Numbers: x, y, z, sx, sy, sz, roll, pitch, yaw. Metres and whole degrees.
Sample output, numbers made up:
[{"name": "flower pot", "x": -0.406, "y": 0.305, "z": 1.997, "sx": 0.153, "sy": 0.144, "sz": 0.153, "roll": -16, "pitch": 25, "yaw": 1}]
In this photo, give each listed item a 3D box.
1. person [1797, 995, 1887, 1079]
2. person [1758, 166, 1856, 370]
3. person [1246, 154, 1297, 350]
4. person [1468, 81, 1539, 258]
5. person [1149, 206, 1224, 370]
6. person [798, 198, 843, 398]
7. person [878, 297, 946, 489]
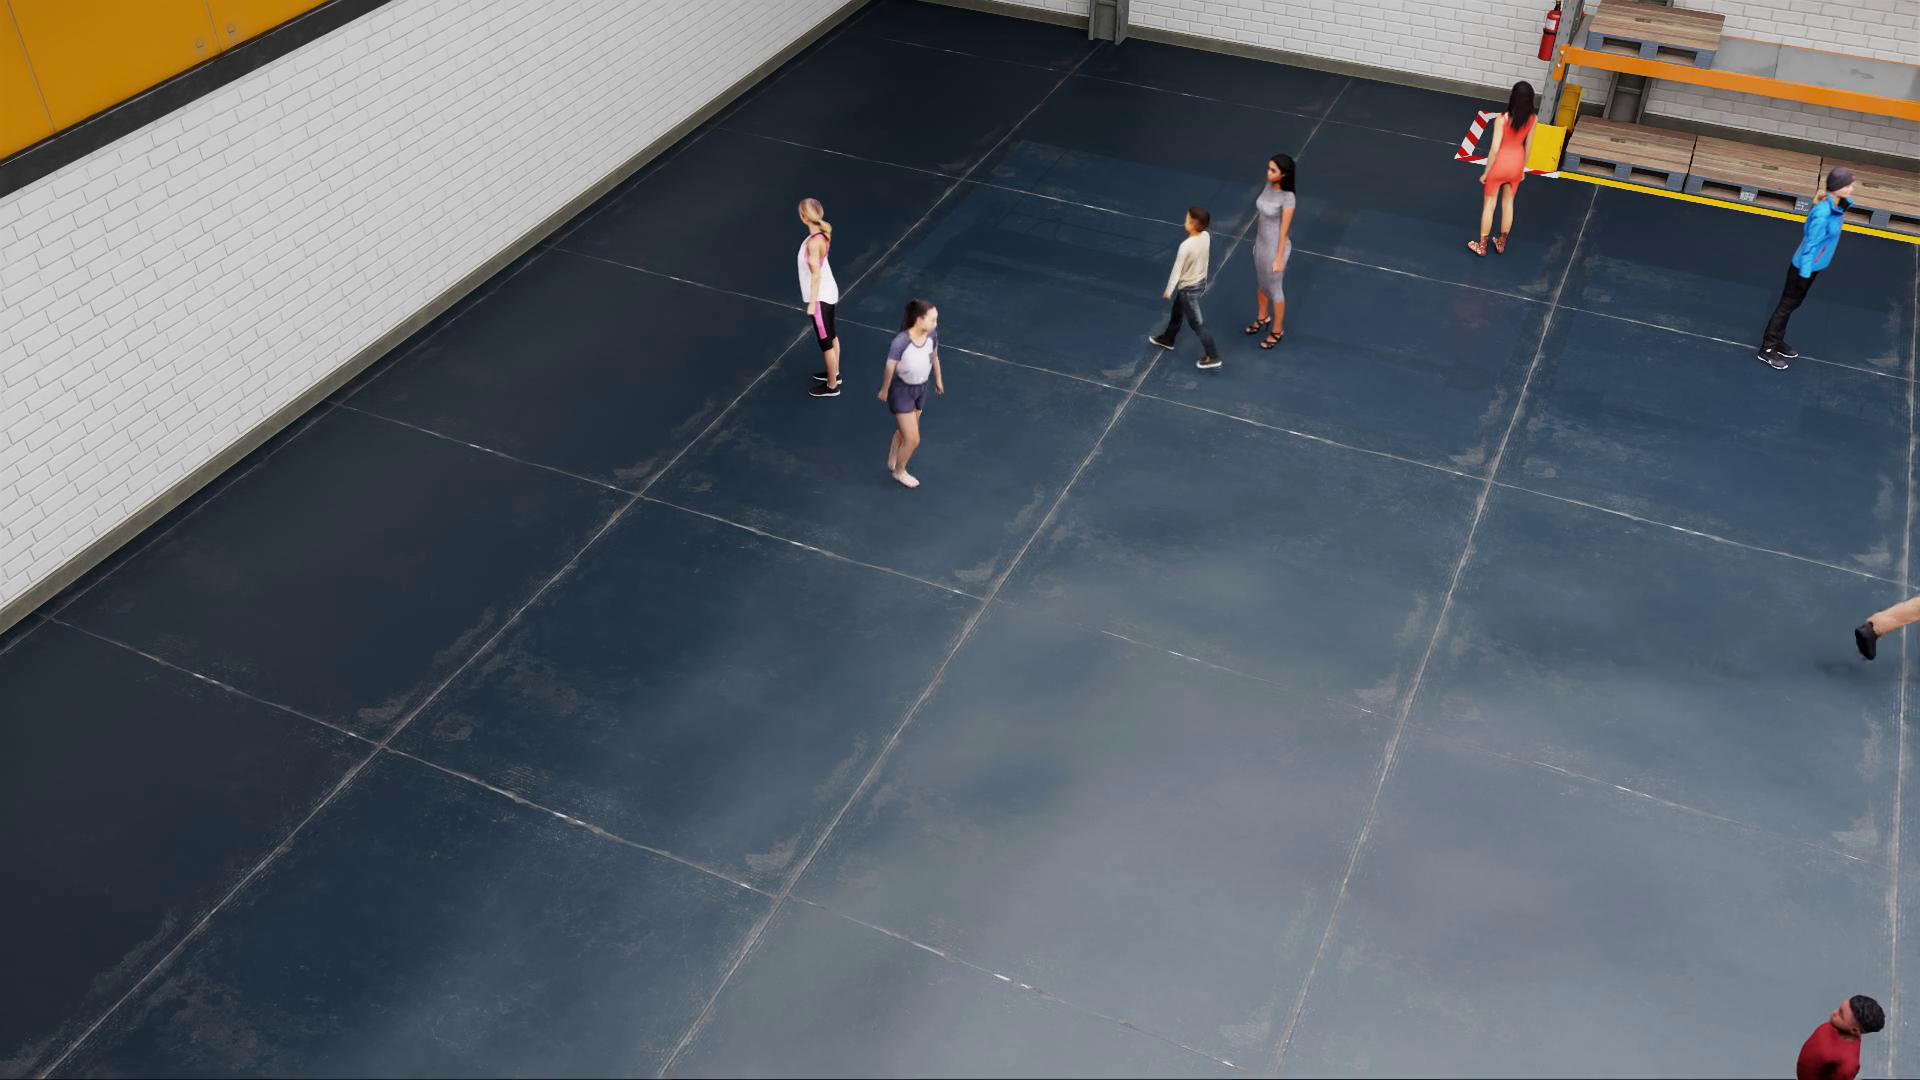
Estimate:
[{"name": "person", "x": 4.303, "y": 2.689, "z": 8.190, "sx": 0.676, "sy": 1.245, "sz": 0.536, "roll": 13, "pitch": 40, "yaw": 15}, {"name": "person", "x": 7.129, "y": -2.308, "z": 14.007, "sx": 0.632, "sy": 1.795, "sz": 0.675, "roll": 31, "pitch": 48, "yaw": 33}, {"name": "person", "x": 2.685, "y": -2.477, "z": 14.234, "sx": 0.737, "sy": 1.776, "sz": 0.675, "roll": -13, "pitch": 41, "yaw": -16}, {"name": "person", "x": 5.078, "y": -3.456, "z": 15.505, "sx": 0.640, "sy": 1.719, "sz": 0.730, "roll": -8, "pitch": 39, "yaw": -9}, {"name": "person", "x": 2.009, "y": -2.102, "z": 14.034, "sx": 1.027, "sy": 1.439, "sz": 0.674, "roll": 24, "pitch": 45, "yaw": 27}, {"name": "person", "x": -1.123, "y": -1.987, "z": 13.612, "sx": 0.604, "sy": 1.786, "sz": 0.654, "roll": 6, "pitch": 39, "yaw": 8}, {"name": "person", "x": -0.461, "y": -1.122, "z": 12.667, "sx": 0.698, "sy": 1.613, "sz": 0.747, "roll": -28, "pitch": 46, "yaw": -30}]
